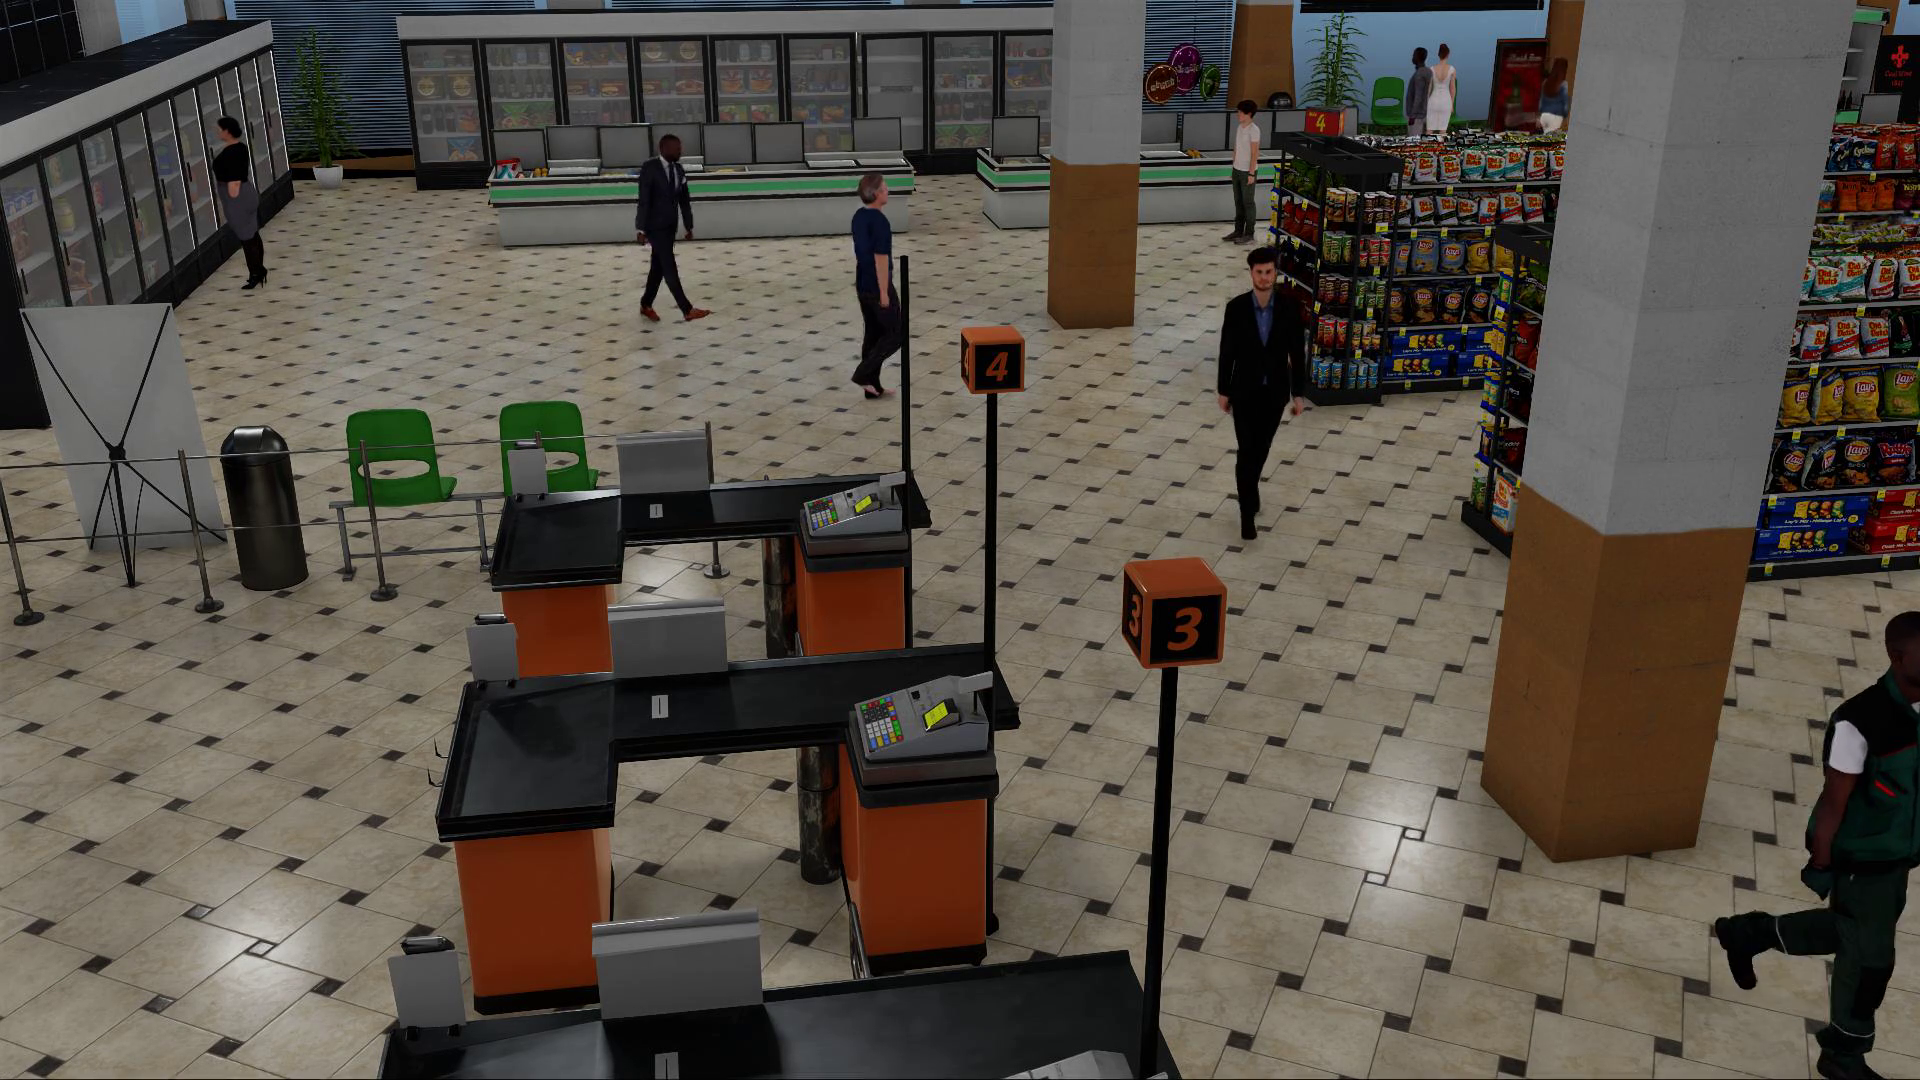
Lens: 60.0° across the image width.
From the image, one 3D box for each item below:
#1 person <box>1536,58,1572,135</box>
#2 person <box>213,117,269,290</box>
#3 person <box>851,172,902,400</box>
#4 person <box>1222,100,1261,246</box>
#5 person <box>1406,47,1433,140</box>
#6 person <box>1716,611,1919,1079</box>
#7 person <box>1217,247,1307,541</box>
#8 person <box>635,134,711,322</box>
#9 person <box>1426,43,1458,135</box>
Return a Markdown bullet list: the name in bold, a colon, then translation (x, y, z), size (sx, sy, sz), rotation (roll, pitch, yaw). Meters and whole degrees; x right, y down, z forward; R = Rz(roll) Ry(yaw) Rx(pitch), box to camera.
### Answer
- **person**: translation (8.178, -5.822, 23.196), size (1.121, 1.661, 0.774), rotation (-9, 23, -20)
- **person**: translation (-7.473, -3.512, 17.313), size (0.591, 1.760, 0.650), rotation (-4, 22, -10)
- **person**: translation (-0.756, -2.018, 13.458), size (0.791, 1.863, 0.768), rotation (-10, 24, -24)
- **person**: translation (3.328, -4.294, 19.403), size (0.603, 1.653, 0.630), rotation (-9, 24, -22)
- **person**: translation (6.402, -5.948, 23.275), size (0.765, 1.836, 0.764), rotation (9, 24, 21)
- **person**: translation (3.122, 1.059, 5.868), size (1.093, 1.813, 1.017), rotation (-14, 26, -31)
- **person**: translation (1.969, -0.997, 10.940), size (1.162, 1.846, 0.880), rotation (0, 22, -1)
- **person**: translation (-2.934, -2.959, 15.906), size (1.214, 1.784, 1.135), rotation (17, 28, 36)
- **person**: translation (6.977, -6.310, 24.233), size (0.592, 1.793, 0.699), rotation (9, 24, 22)
